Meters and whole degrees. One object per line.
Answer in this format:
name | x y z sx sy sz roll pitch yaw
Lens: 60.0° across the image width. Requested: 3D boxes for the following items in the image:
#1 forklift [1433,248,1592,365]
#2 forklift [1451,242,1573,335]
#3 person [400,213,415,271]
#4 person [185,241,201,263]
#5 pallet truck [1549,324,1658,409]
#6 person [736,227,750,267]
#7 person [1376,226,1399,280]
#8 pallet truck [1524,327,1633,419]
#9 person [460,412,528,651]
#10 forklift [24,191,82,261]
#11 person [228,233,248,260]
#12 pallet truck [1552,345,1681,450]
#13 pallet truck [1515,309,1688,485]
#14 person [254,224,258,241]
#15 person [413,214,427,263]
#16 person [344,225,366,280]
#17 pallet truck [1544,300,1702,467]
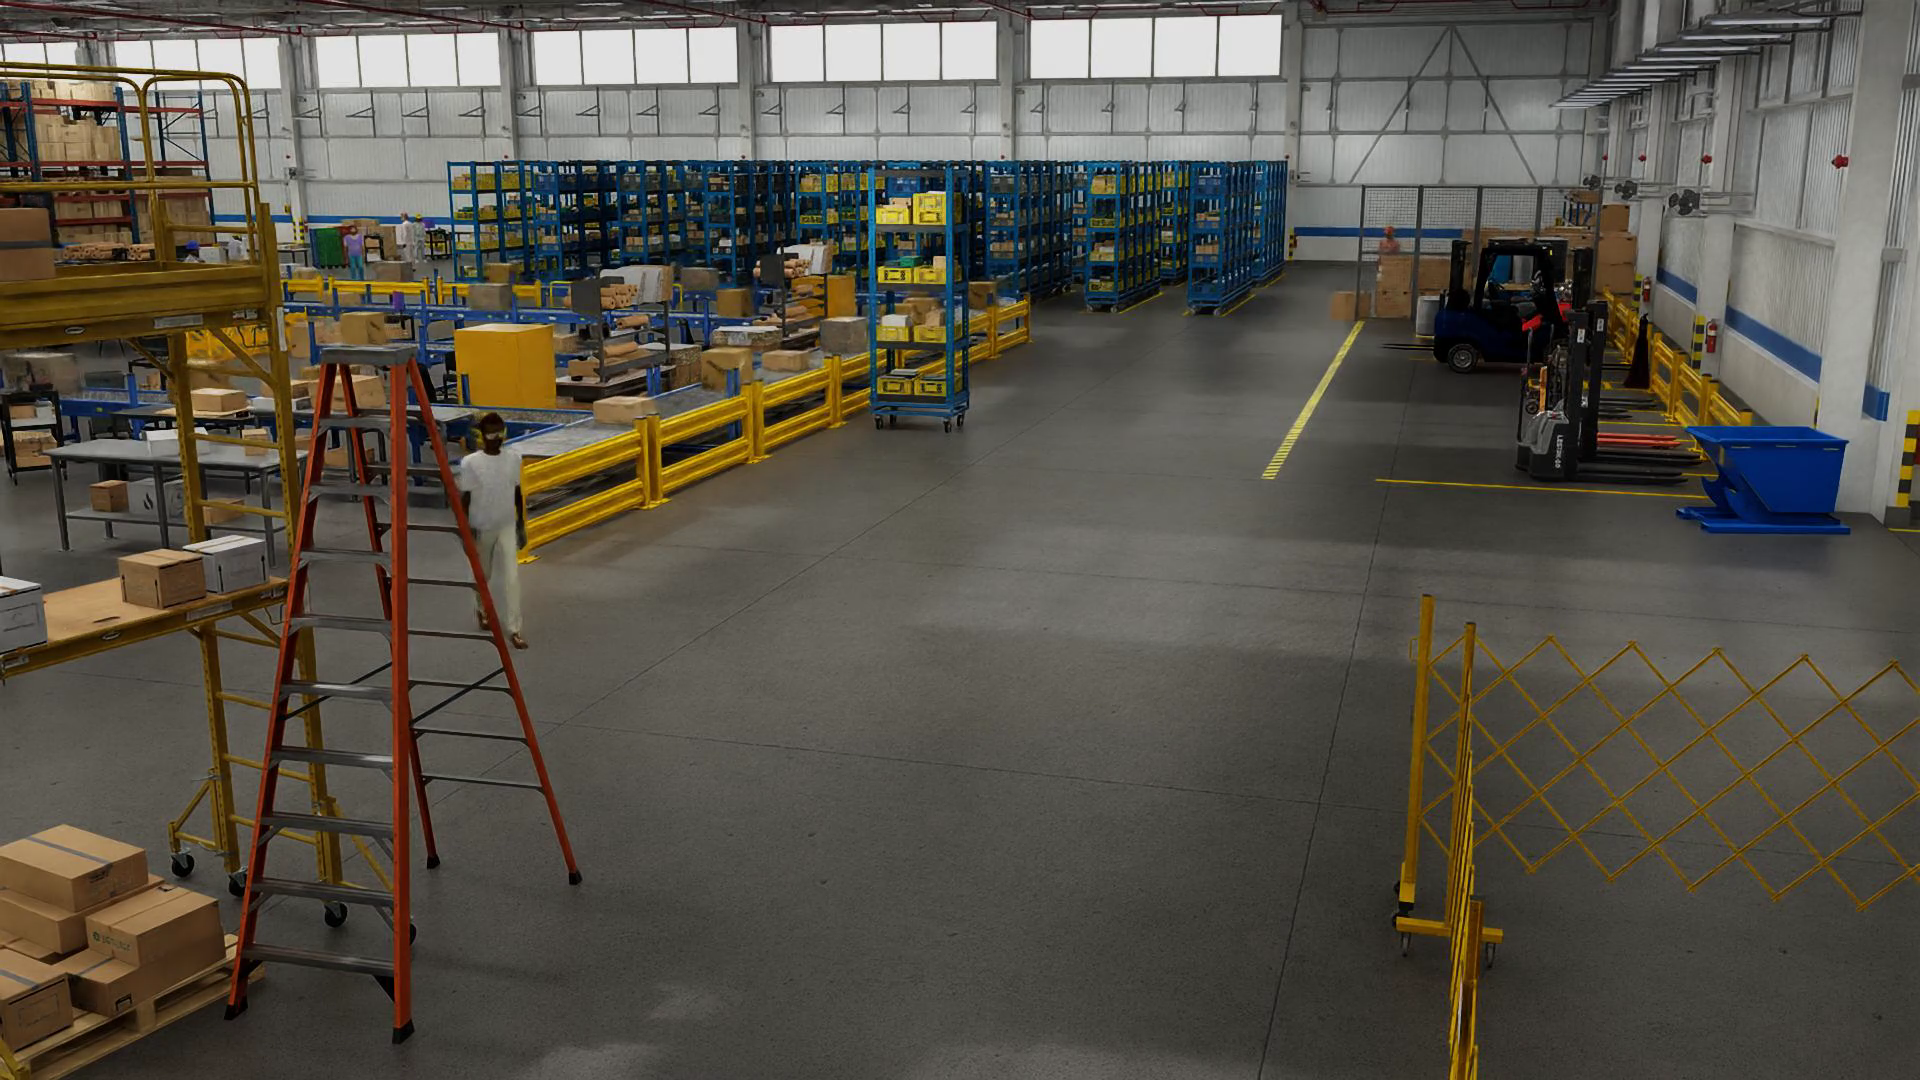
forklift | 9.780 -4.111 29.280 2.680 1.987 1.157 3 13 14
forklift | 10.464 -4.597 31.405 2.680 1.987 1.157 4 14 16
person | -18.177 -9.778 54.641 0.401 1.904 0.646 0 13 2
person | -16.603 -5.514 36.126 0.391 1.946 0.615 -5 14 -20
pallet truck | 9.824 -2.669 25.407 1.601 1.201 0.680 4 14 16
person | -6.818 -9.108 52.003 0.647 1.791 0.623 -2 13 -8
person | 11.112 -7.165 43.185 0.564 1.979 0.636 -11 17 -39
pallet truck | 9.065 -2.460 24.370 1.522 1.261 0.704 3 13 14
person | -3.665 -0.109 13.047 0.528 1.835 0.930 -8 15 -30
forklift | -28.104 -9.430 51.006 1.129 2.768 1.873 4 14 16
person | -19.195 -7.365 44.363 0.591 1.837 0.403 6 14 24
pallet truck | 8.641 -1.896 21.908 1.630 1.274 0.653 4 14 16
pallet truck | 7.554 -1.677 19.446 1.885 1.965 0.823 3 13 14
person | -24.565 -10.607 58.650 0.570 1.703 0.886 -6 14 -25
person | -19.198 -10.722 59.096 0.485 1.733 0.358 -10 16 -37
person | -17.273 -8.087 47.552 0.583 1.795 0.951 -8 15 -32
pallet truck | 8.263 -1.952 20.631 1.885 1.965 0.823 5 14 20
